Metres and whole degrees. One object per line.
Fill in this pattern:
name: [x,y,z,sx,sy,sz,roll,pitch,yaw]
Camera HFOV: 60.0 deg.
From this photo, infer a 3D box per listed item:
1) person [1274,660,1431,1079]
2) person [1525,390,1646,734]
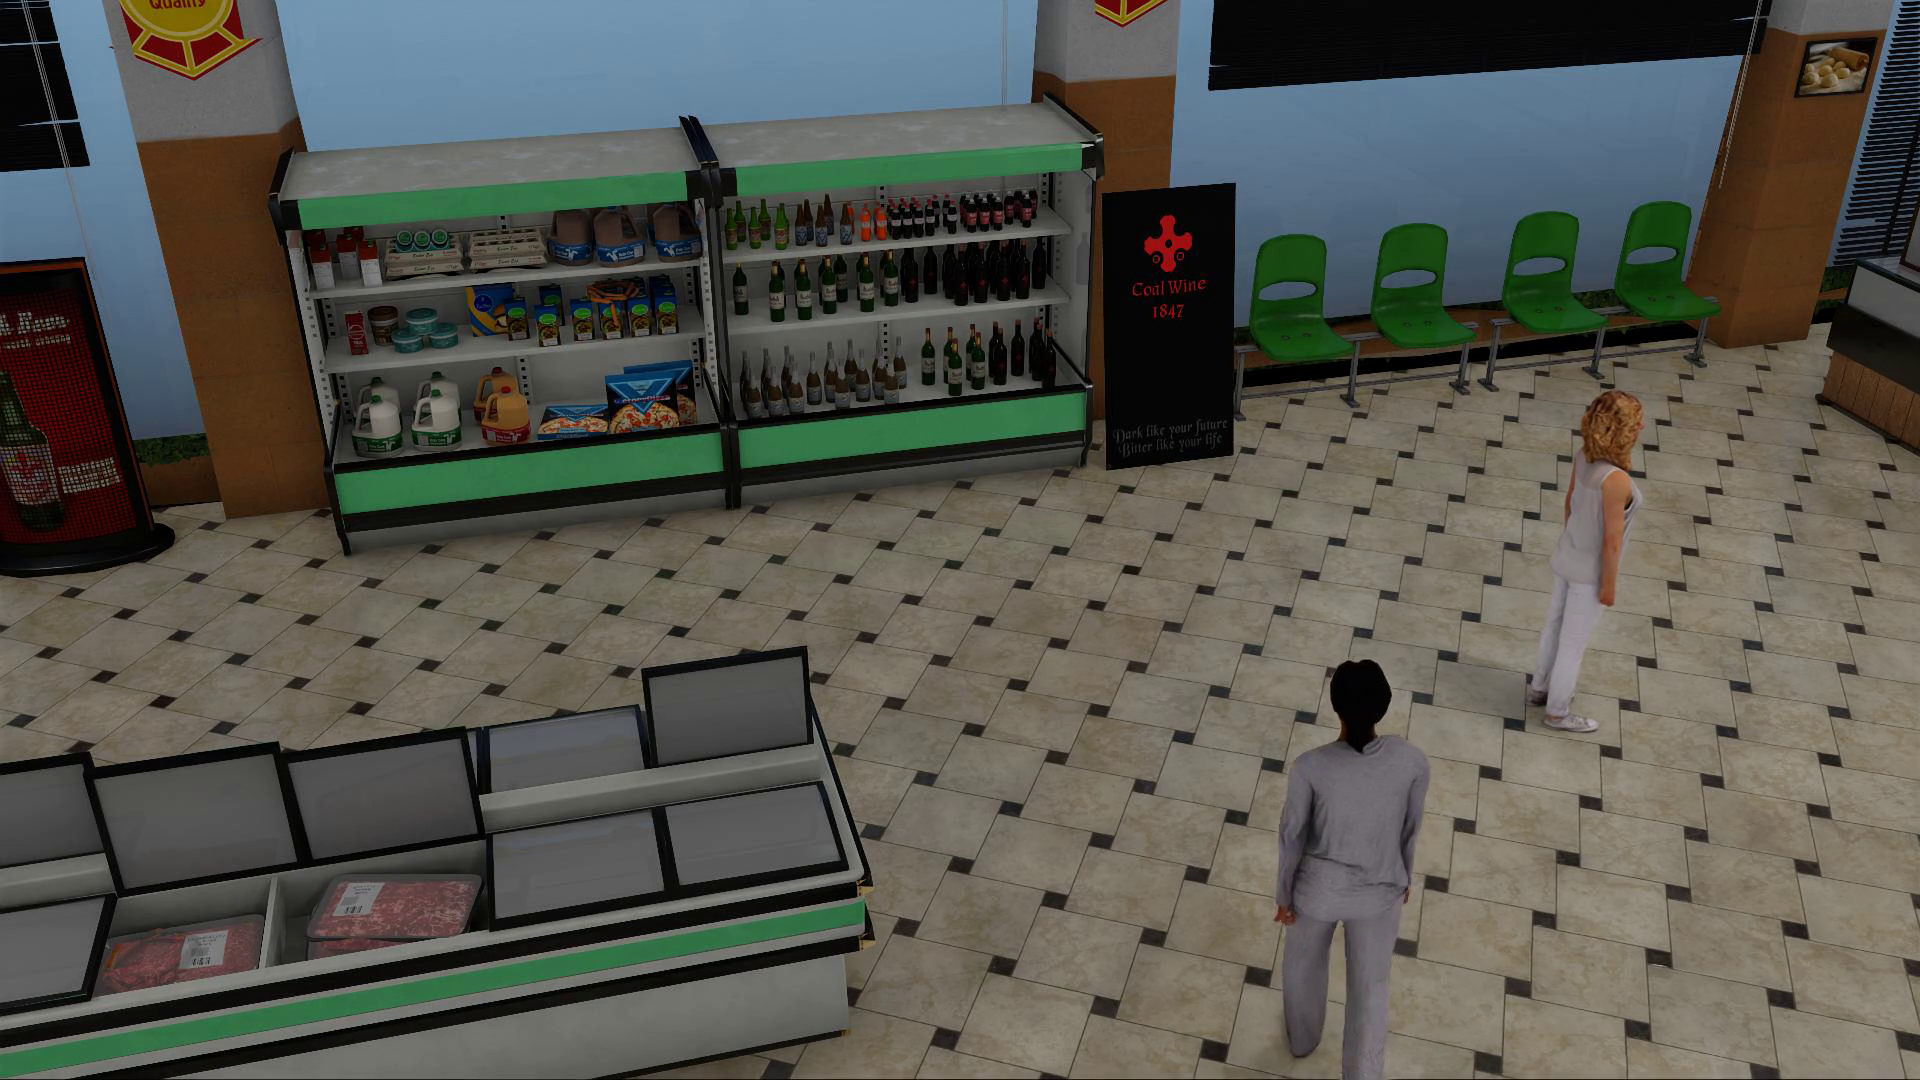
person: [1.297,1.213,5.520,1.056,1.712,0.945,3,29,6]
person: [2.852,0.092,7.618,0.605,1.670,0.633,-2,29,-4]
